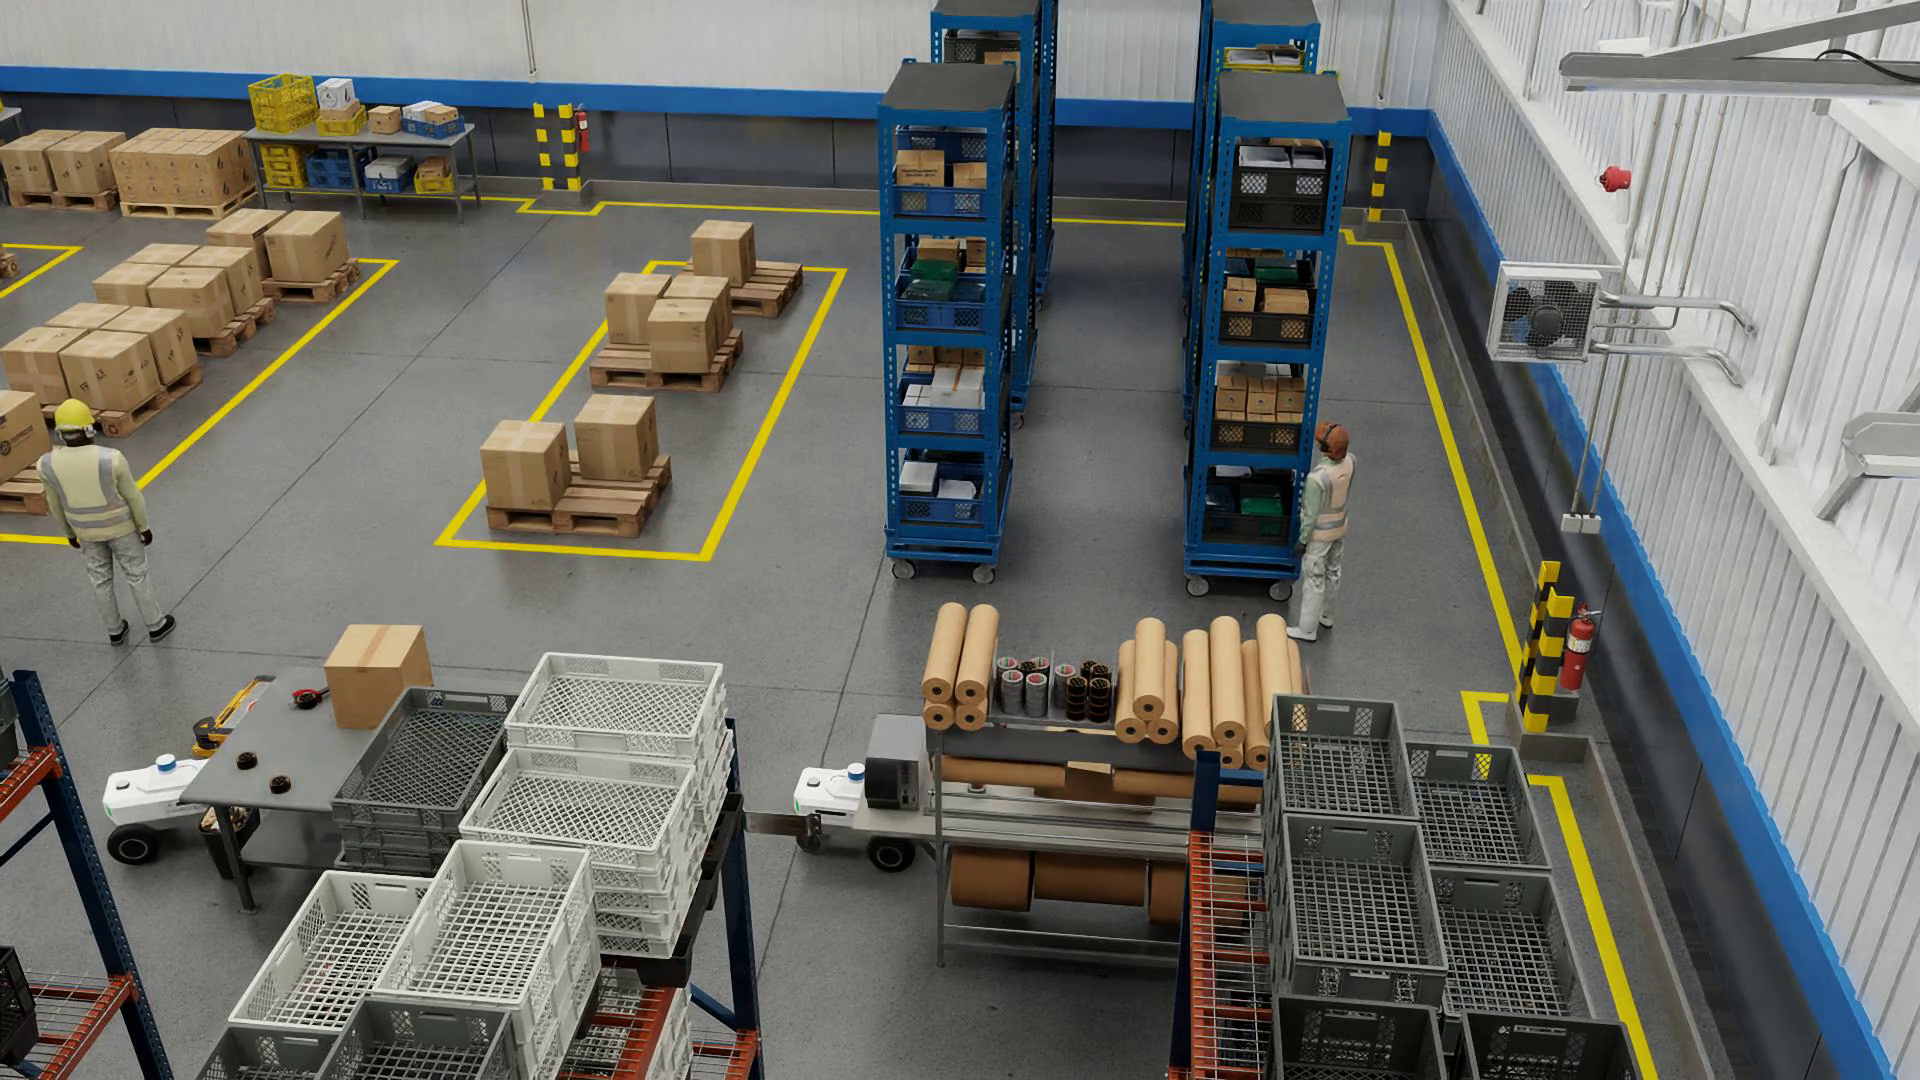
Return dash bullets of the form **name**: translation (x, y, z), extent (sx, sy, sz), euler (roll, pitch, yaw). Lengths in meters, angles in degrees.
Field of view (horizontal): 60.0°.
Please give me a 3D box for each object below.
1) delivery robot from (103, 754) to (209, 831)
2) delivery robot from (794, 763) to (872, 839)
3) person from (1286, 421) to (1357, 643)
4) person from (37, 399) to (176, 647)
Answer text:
- **delivery robot**: translation (-4.598, 1.475, 9.743), extent (0.707, 0.478, 0.477), euler (-8, 31, -13)
- **delivery robot**: translation (-0.597, 1.517, 9.670), extent (0.707, 0.478, 0.477), euler (5, 31, 8)
- **person**: translation (2.480, -0.057, 11.391), extent (0.309, 1.641, 0.513), euler (25, 39, 36)
- **person**: translation (-5.799, -0.107, 11.293), extent (0.588, 1.829, 0.404), euler (-4, 30, -7)
